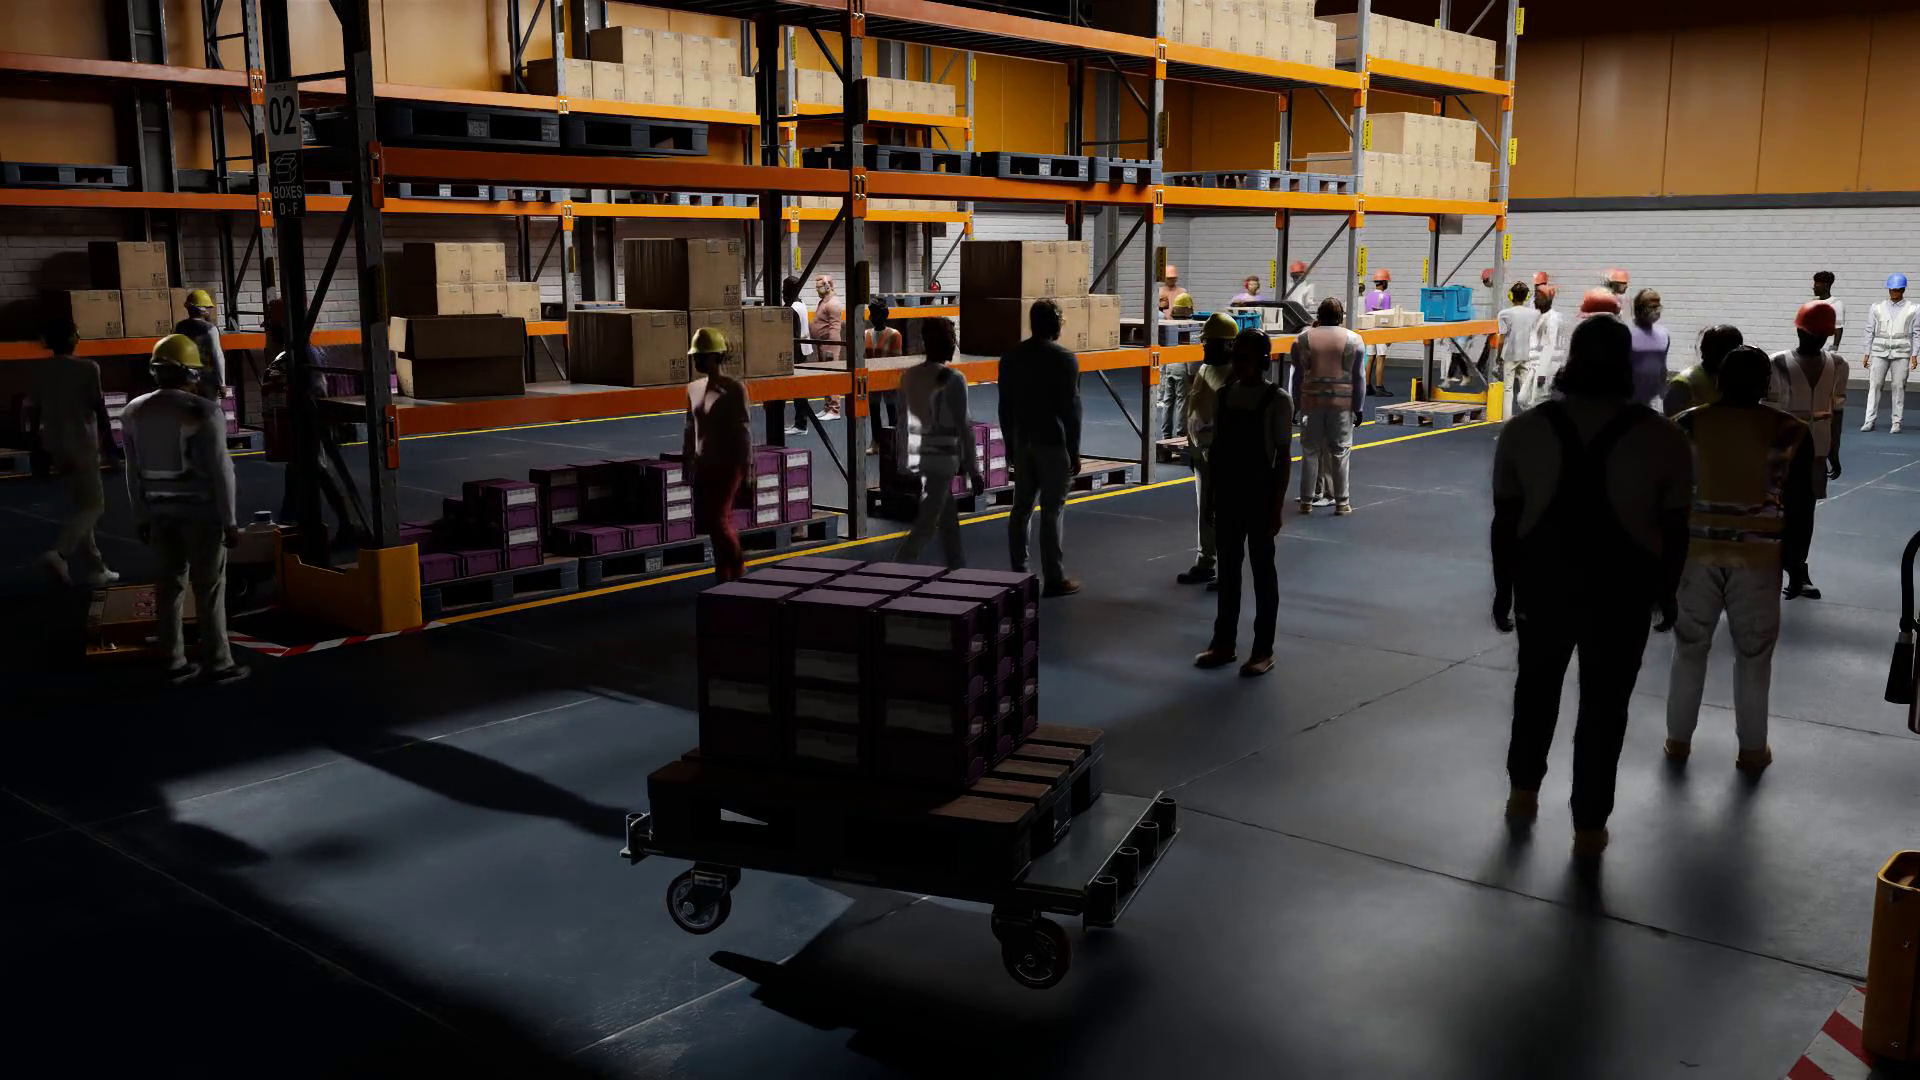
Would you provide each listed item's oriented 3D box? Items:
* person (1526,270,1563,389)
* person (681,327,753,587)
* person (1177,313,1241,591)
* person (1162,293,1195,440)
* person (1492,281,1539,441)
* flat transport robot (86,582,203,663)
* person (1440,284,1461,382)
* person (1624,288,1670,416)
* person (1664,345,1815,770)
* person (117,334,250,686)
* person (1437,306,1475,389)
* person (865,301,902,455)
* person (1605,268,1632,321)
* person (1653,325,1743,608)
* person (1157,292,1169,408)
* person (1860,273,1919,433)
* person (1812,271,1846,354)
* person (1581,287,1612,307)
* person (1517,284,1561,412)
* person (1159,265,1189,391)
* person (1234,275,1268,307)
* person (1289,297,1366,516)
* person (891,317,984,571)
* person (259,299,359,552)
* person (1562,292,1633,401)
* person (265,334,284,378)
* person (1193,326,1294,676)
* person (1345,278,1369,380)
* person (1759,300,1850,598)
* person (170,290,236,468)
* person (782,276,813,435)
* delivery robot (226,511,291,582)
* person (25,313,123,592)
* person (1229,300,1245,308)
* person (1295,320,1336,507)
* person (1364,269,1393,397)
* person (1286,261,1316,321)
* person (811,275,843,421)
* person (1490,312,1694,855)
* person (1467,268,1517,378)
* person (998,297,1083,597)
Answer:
[{"bbox_3d":[9.132,-3.257,26.032,0.622,1.912,0.543,-6,11,-30],"label":"person"},{"bbox_3d":[-1.557,-0.466,10.563,0.552,1.752,0.386,8,13,39],"label":"person"},{"bbox_3d":[1.702,-0.583,11.020,0.403,1.833,0.586,-5,11,-28],"label":"person"},{"bbox_3d":[2.509,-1.923,18.904,0.319,1.743,0.488,-7,12,-33],"label":"person"},{"bbox_3d":[6.473,-2.071,19.382,0.521,1.874,0.327,0,10,-2],"label":"person"},{"bbox_3d":[-4.662,0.443,9.623,0.652,0.197,1.431,-5,11,-24],"label":"flat transport robot"},{"bbox_3d":[8.363,-3.513,28.251,0.311,1.639,0.521,0,10,-1],"label":"person"},{"bbox_3d":[5.638,-1.108,13.739,0.643,1.919,0.590,-3,10,-17],"label":"person"},{"bbox_3d":[3.344,0.077,7.233,0.634,1.842,0.429,6,11,29],"label":"person"},{"bbox_3d":[-3.980,-0.142,8.551,0.597,1.821,0.404,2,10,12],"label":"person"},{"bbox_3d":[8.033,-3.269,26.825,0.887,1.652,0.539,-7,12,-33],"label":"person"},{"bbox_3d":[-0.858,-1.742,18.029,0.530,1.689,0.322,6,11,29],"label":"person"},{"bbox_3d":[8.693,-2.640,22.306,1.064,1.991,0.632,2,10,13],"label":"person"},{"bbox_3d":[4.550,-0.392,10.036,0.653,1.791,0.976,-3,10,-15],"label":"person"},{"bbox_3d":[2.844,-2.697,23.612,0.281,1.636,0.500,-2,10,-10],"label":"person"},{"bbox_3d":[11.375,-2.274,20.317,0.616,1.945,0.404,7,12,36],"label":"person"},{"bbox_3d":[11.166,-2.499,21.554,0.370,1.963,0.608,-2,10,-10],"label":"person"},{"bbox_3d":[5.949,-1.383,15.420,0.417,1.887,0.623,3,10,14],"label":"person"},{"bbox_3d":[6.386,-1.884,18.330,0.414,1.864,0.611,1,10,8],"label":"person"},{"bbox_3d":[3.308,-3.330,26.198,0.624,1.992,0.396,-1,10,-6],"label":"person"},{"bbox_3d":[4.631,-3.305,26.521,0.577,1.830,0.442,-2,10,-13],"label":"person"},{"bbox_3d":[3.102,-1.124,14.071,0.636,1.842,0.429,3,10,15],"label":"person"},{"bbox_3d":[-0.191,-0.466,10.361,0.987,1.844,0.586,-7,12,-37],"label":"person"},{"bbox_3d":[-4.875,-0.807,12.150,0.961,1.883,0.566,-8,13,-39],"label":"person"},{"bbox_3d":[4.621,-0.811,12.017,1.024,1.951,0.612,-1,10,-7],"label":"person"},{"bbox_3d":[-7.264,-1.689,17.917,0.502,1.629,0.274,6,12,31],"label":"person"},{"bbox_3d":[1.515,-0.207,8.840,0.508,1.847,0.345,9,14,43],"label":"person"},{"bbox_3d":[6.619,-3.468,27.660,0.523,1.760,0.328,-2,10,-13],"label":"person"},{"bbox_3d":[5.422,-0.577,10.721,0.547,1.926,0.390,1,10,4],"label":"person"},{"bbox_3d":[-7.726,-1.628,16.974,0.597,1.828,0.402,4,11,21],"label":"person"},{"bbox_3d":[-1.985,-2.232,20.164,0.392,1.920,0.589,0,10,0],"label":"person"},{"bbox_3d":[-4.484,0.057,10.744,0.707,0.478,0.477,-6,12,-30],"label":"delivery robot"},{"bbox_3d":[-5.853,-0.560,10.906,0.579,1.834,0.735,1,10,7],"label":"person"},{"bbox_3d":[3.612,-2.319,21.567,0.514,1.601,0.818,2,10,11],"label":"person"},{"bbox_3d":[3.179,-1.115,14.590,0.306,1.643,0.521,-3,10,-15],"label":"person"},{"bbox_3d":[6.373,-3.143,25.286,0.347,1.943,0.544,-5,11,-25],"label":"person"},{"bbox_3d":[5.809,-3.818,28.896,0.649,2.018,0.732,7,12,35],"label":"person"},{"bbox_3d":[-1.758,-2.524,21.872,0.410,1.906,0.642,-3,10,-15],"label":"person"},{"bbox_3d":[2.398,0.138,6.321,0.694,2.000,0.673,5,11,28],"label":"person"},{"bbox_3d":[9.361,-3.763,28.944,1.112,1.903,0.623,1,10,5],"label":"person"},{"bbox_3d":[0.531,-0.601,10.817,0.635,1.937,0.352,9,13,40],"label":"person"}]
